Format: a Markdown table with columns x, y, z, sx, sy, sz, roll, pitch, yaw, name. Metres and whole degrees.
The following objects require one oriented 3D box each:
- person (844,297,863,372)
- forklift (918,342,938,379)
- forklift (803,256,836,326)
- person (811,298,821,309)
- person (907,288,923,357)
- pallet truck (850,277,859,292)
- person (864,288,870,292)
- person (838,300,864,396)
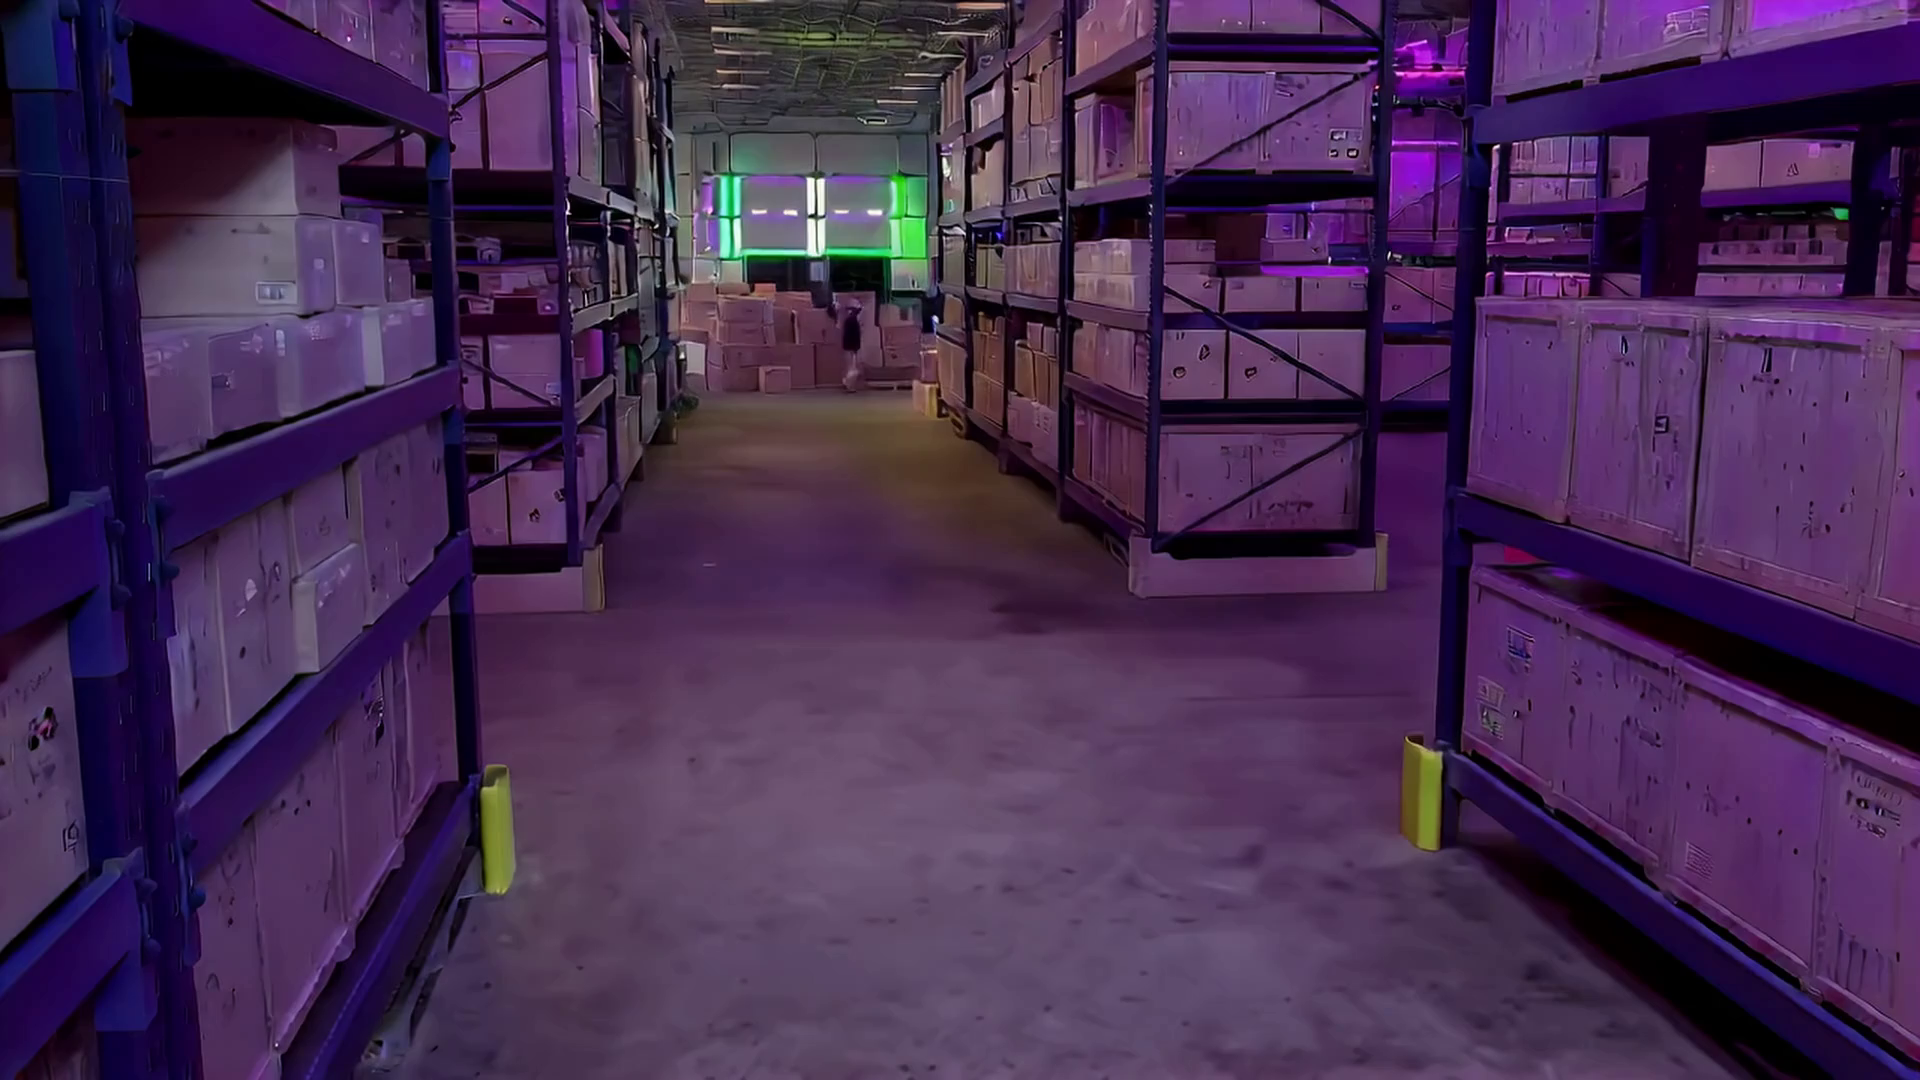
| x | y | z | sx | sy | sz | roll | pitch | yaw | name |
| --- | --- | --- | --- | --- | --- | --- | --- | --- | --- |
| -2.478 | -4.652 | 38.432 | 0.441 | 1.922 | 0.553 | 5 | 11 | 27 | person |
| 0.123 | -4.276 | 33.457 | 1.873 | 2.768 | 1.129 | -1 | 10 | -7 | forklift |
| -5.026 | -8.560 | 58.401 | 1.129 | 2.768 | 1.873 | -9 | 13 | -41 | forklift |
| -3.529 | -5.011 | 40.761 | 0.429 | 1.845 | 0.621 | -5 | 11 | -28 | person |
| -1.256 | -6.133 | 47.011 | 0.372 | 1.940 | 0.631 | 6 | 11 | 31 | person |
| -3.782 | -9.391 | 65.808 | 1.885 | 1.965 | 0.823 | 2 | 10 | 10 | pallet truck |
| -3.459 | -8.391 | 60.893 | 0.542 | 1.678 | 0.476 | 8 | 12 | 38 | person |
| -2.207 | -3.899 | 33.913 | 0.508 | 1.972 | 0.614 | -3 | 10 | -19 | person |
